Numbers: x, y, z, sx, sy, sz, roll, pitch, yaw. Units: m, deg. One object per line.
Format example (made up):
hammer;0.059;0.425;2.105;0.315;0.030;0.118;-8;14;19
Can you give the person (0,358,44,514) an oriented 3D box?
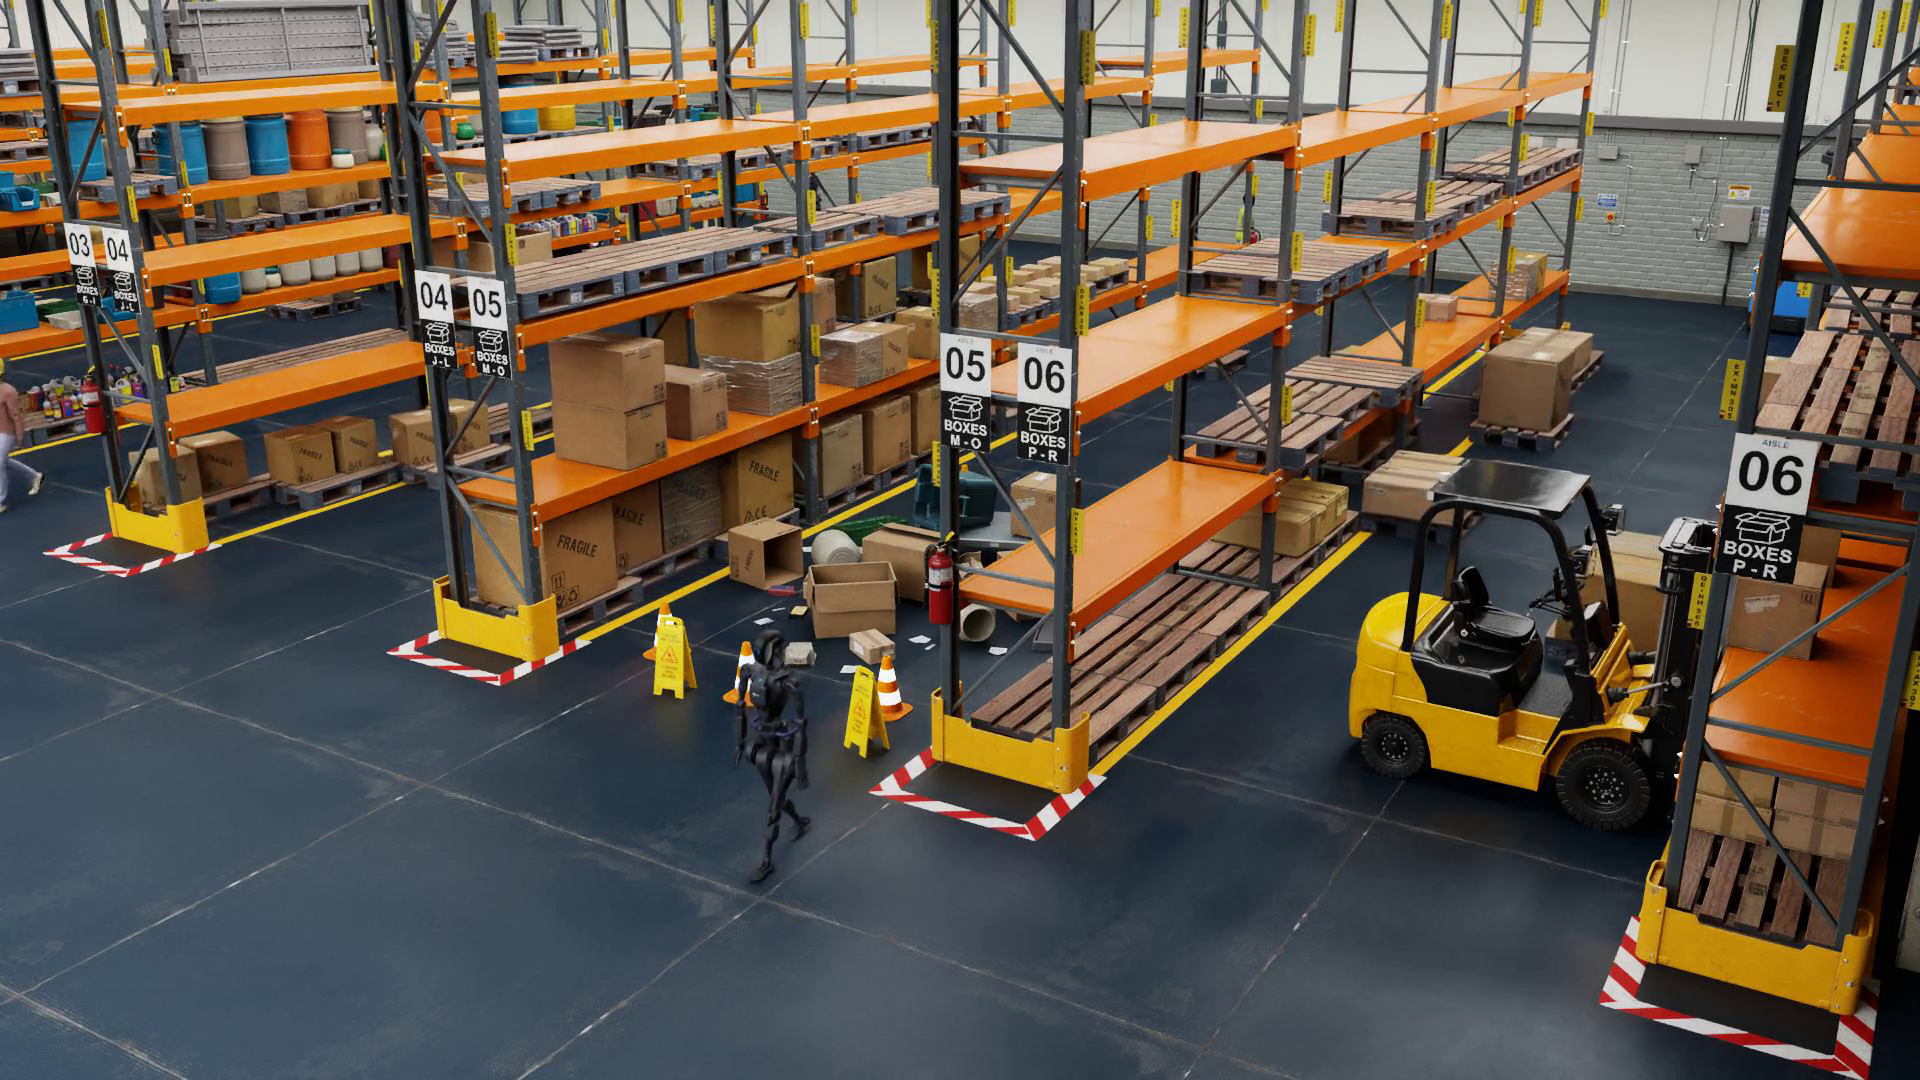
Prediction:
person;-10.192;-1.166;17.763;0.545;1.711;0.780;6;20;18

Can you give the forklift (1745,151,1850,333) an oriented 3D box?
forklift;13.620;-4.667;26.137;1.873;2.768;1.129;11;22;29

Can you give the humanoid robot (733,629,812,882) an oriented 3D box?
humanoid robot;-1.179;1.325;10.714;0.603;1.626;0.800;12;23;32

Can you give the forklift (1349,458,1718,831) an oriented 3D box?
forklift;3.988;0.658;11.776;2.313;2.155;1.214;11;22;29

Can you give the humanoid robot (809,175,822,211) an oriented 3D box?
humanoid robot;-3.097;-7.053;34.849;0.325;1.649;0.597;4;19;11

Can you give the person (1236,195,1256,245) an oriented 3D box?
person;5.200;-5.498;30.338;0.319;1.686;0.538;-2;19;-5

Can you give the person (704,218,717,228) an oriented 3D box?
person;-5.239;-7.063;34.865;0.489;1.688;0.350;-6;20;-17

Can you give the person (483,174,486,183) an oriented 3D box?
person;-10.414;-7.738;36.642;0.328;1.800;0.540;11;22;29
